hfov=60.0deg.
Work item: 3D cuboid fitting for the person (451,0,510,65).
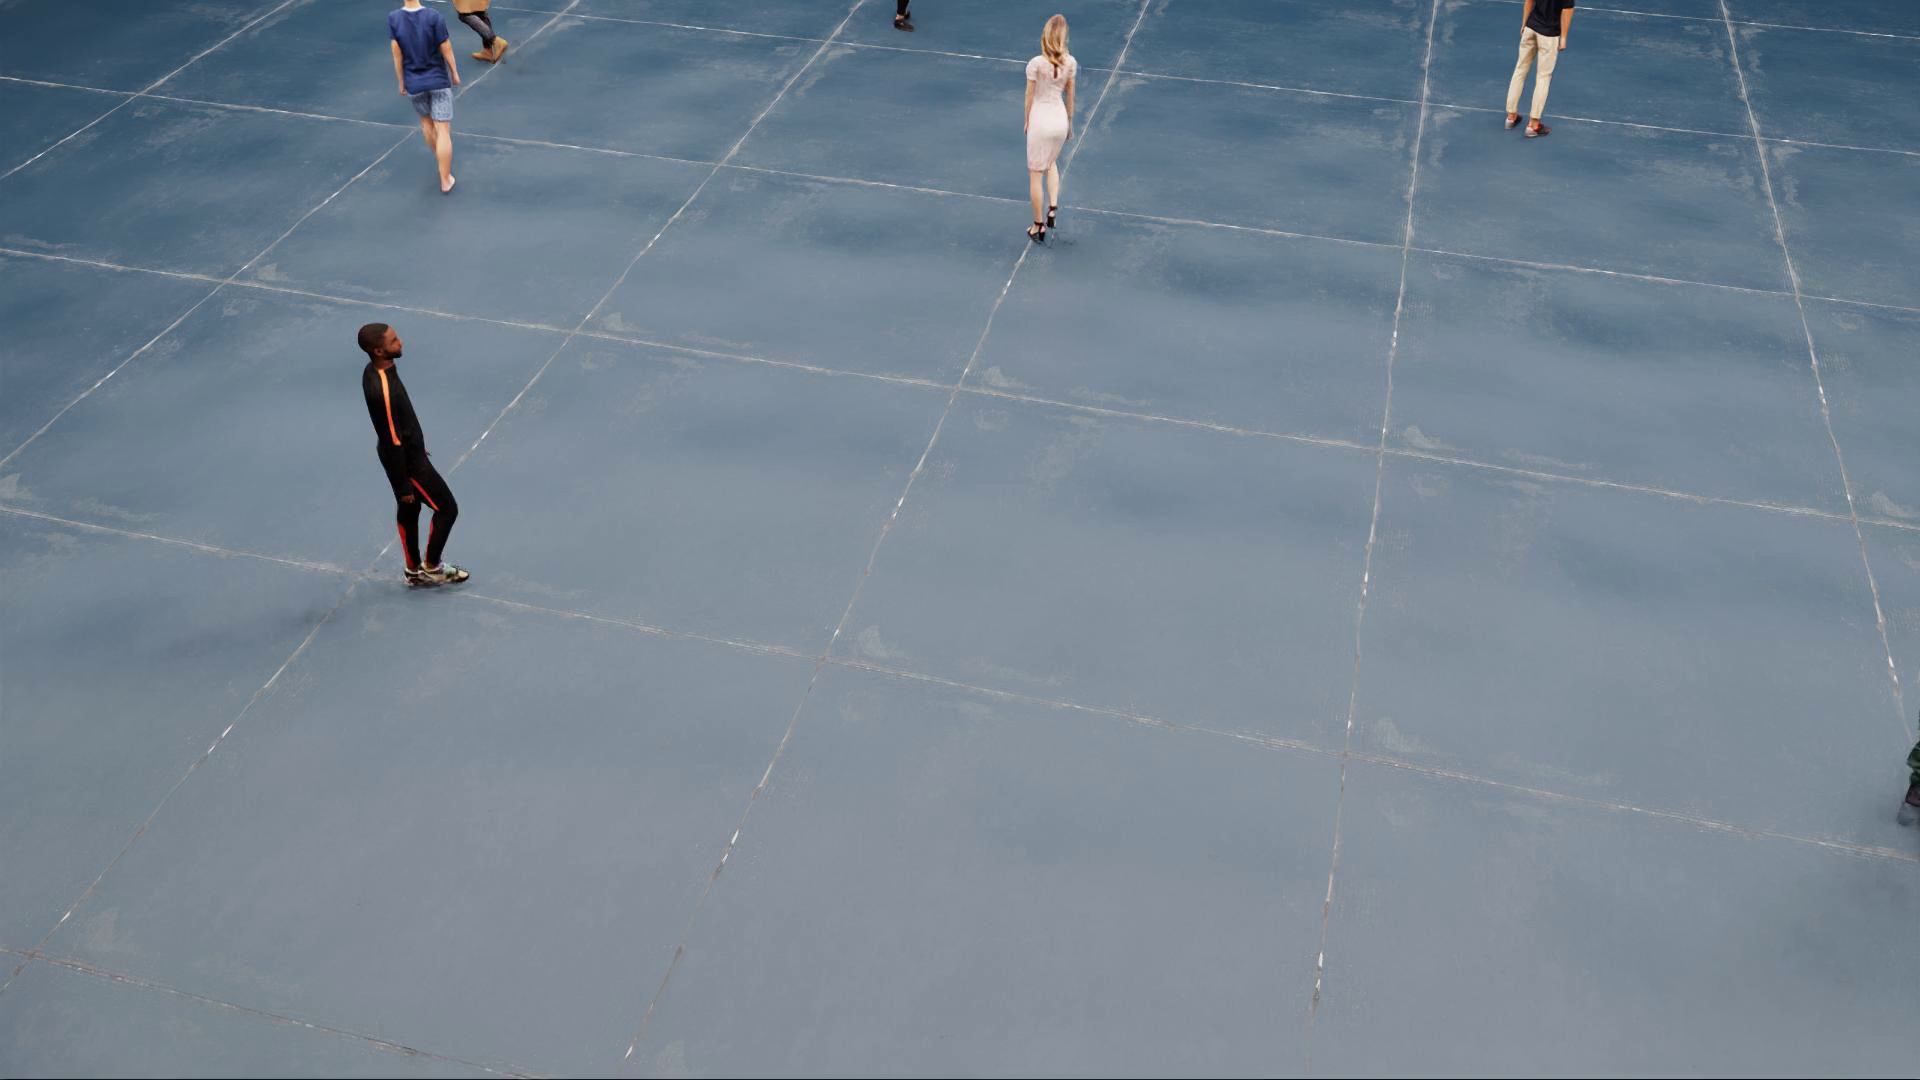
[{"bbox_3d":[-4.671,-5.443,16.124,0.785,1.712,0.824,16,41,19],"label":"person"}]

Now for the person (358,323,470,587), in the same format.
[{"bbox_3d":[-3.312,-0.442,9.660,0.842,1.801,0.763,-15,40,-18],"label":"person"}]

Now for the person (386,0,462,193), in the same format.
[{"bbox_3d":[-4.469,-3.794,13.929,0.857,1.820,1.101,-3,38,-4],"label":"person"}]

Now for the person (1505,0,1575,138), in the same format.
[{"bbox_3d":[5.213,-4.546,14.861,0.735,1.856,0.705,-25,44,-28],"label":"person"}]

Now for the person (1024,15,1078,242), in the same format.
[{"bbox_3d":[0.724,-3.208,13.191,0.695,1.806,0.749,-19,42,-23],"label":"person"}]
